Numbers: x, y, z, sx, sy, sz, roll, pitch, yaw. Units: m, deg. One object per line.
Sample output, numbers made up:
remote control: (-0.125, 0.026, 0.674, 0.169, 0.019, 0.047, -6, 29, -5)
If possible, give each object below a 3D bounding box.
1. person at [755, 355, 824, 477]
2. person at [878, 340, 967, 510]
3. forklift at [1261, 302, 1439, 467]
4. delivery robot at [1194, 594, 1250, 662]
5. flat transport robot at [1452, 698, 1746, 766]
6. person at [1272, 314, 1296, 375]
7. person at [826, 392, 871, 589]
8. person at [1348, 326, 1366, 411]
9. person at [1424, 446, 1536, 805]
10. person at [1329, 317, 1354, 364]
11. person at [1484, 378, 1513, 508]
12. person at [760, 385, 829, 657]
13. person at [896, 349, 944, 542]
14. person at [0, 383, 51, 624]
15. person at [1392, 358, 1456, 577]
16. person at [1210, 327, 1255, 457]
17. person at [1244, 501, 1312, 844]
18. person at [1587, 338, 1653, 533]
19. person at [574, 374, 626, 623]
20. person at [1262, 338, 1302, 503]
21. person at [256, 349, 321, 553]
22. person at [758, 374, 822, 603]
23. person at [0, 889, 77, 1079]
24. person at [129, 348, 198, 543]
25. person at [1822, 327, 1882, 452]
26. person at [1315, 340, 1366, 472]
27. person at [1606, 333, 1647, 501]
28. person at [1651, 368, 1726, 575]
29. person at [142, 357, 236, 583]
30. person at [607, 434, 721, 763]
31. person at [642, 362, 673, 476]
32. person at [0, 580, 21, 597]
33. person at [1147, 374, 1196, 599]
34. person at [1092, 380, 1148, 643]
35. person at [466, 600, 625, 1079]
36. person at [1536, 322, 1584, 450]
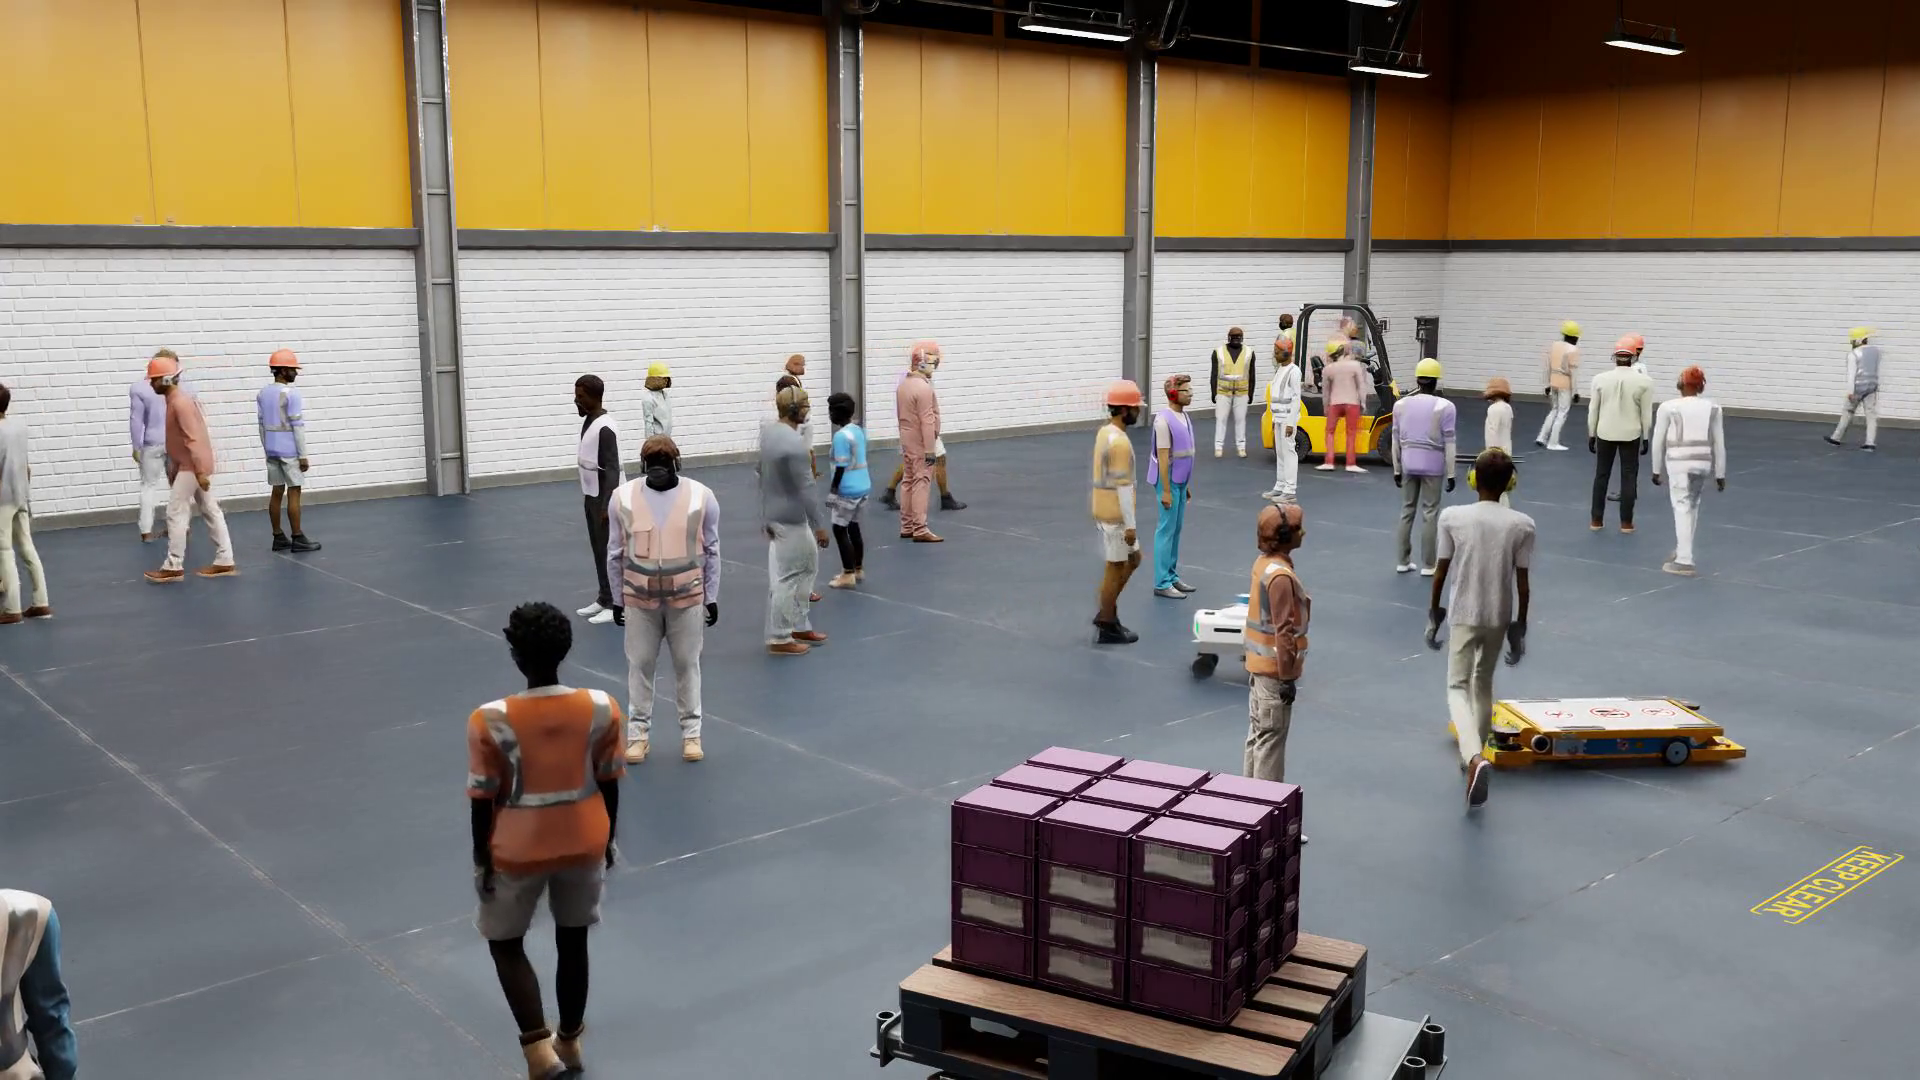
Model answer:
person: (-2.201, -1.552, 21.036, 0.898, 1.582, 0.529, -3, 10, -15)
person: (-0.446, -1.257, 18.371, 0.961, 1.900, 0.551, -2, 10, -13)
forklift: (5.320, -2.157, 22.763, 2.313, 2.155, 1.214, 3, 10, 16)
delivery robot: (1.924, 0.605, 11.114, 0.707, 0.478, 0.477, 2, 10, 14)
flat transport robot: (3.612, 1.077, 9.452, 1.431, 0.197, 0.652, -1, 10, -4)
person: (5.509, -2.915, 28.235, 0.429, 1.844, 0.626, 6, 11, 31)
person: (-0.947, -0.415, 14.074, 0.376, 1.674, 0.605, 3, 10, 15)
person: (6.707, -2.867, 28.560, 0.498, 1.634, 0.278, 3, 10, 17)
person: (2.709, 0.433, 8.658, 0.518, 1.839, 0.815, 1, 10, 4)
person: (6.067, -2.674, 26.823, 0.962, 1.850, 0.652, 1, 10, 5)
person: (5.315, -0.798, 16.551, 0.318, 1.602, 0.604, 7, 12, 35)
person: (-1.093, -0.130, 11.705, 0.630, 1.921, 0.645, -4, 10, -22)
person: (-0.383, -0.934, 16.453, 0.401, 1.904, 0.650, -4, 11, -24)
person: (-7.299, -0.281, 12.747, 0.321, 1.869, 0.530, 1, 10, 7)
person: (4.080, -0.635, 14.652, 0.586, 1.925, 0.385, 9, 13, 42)
person: (3.818, -2.066, 23.306, 0.627, 1.837, 0.430, 1, 10, 4)
person: (1.526, 0.632, 8.045, 0.308, 1.645, 0.517, 0, 10, -1)
person: (6.749, -1.071, 17.022, 0.619, 1.986, 0.406, 6, 11, 30)
person: (-2.763, -0.322, 12.834, 0.371, 1.915, 0.597, -5, 11, -26)
person: (3.718, -1.373, 19.073, 0.355, 1.887, 0.574, -1, 10, -8)
person: (-6.416, -0.846, 15.852, 0.545, 1.933, 0.376, 5, 11, 29)
person: (-1.384, -0.407, 13.483, 0.534, 1.864, 0.310, 4, 10, 22)
person: (-2.279, 1.364, 3.772, 0.521, 1.638, 0.311, -7, 12, -36)
person: (-7.857, -0.929, 16.455, 0.651, 1.914, 0.418, -8, 13, -40)
person: (13.023, -2.187, 24.144, 0.612, 1.784, 0.894, -2, 10, -11)
person: (5.033, -1.739, 21.725, 0.649, 1.718, 0.326, 3, 10, 19)
person: (7.679, -1.408, 19.130, 0.358, 1.936, 0.552, 6, 11, 31)
person: (6.559, -0.628, 14.969, 0.608, 1.822, 0.887, 0, 10, -2)
person: (-6.773, -0.609, 14.427, 0.837, 1.944, 0.610, -4, 10, -21)
person: (-1.642, 0.326, 9.258, 0.624, 1.844, 0.430, -1, 10, -6)
person: (-3.065, -0.953, 17.035, 0.295, 1.743, 0.492, 3, 10, 15)
person: (-8.171, -0.474, 13.472, 1.003, 1.993, 0.618, -2, 10, -10)
person: (1.757, -0.451, 13.782, 0.389, 1.849, 0.565, 4, 11, 23)
person: (1.175, -0.190, 12.026, 0.427, 1.925, 0.568, -1, 10, -5)
person: (-1.367, 1.038, 5.549, 0.539, 1.690, 0.557, -5, 11, -29)
person: (8.715, -2.225, 24.107, 0.401, 1.880, 0.697, -3, 10, -15)
